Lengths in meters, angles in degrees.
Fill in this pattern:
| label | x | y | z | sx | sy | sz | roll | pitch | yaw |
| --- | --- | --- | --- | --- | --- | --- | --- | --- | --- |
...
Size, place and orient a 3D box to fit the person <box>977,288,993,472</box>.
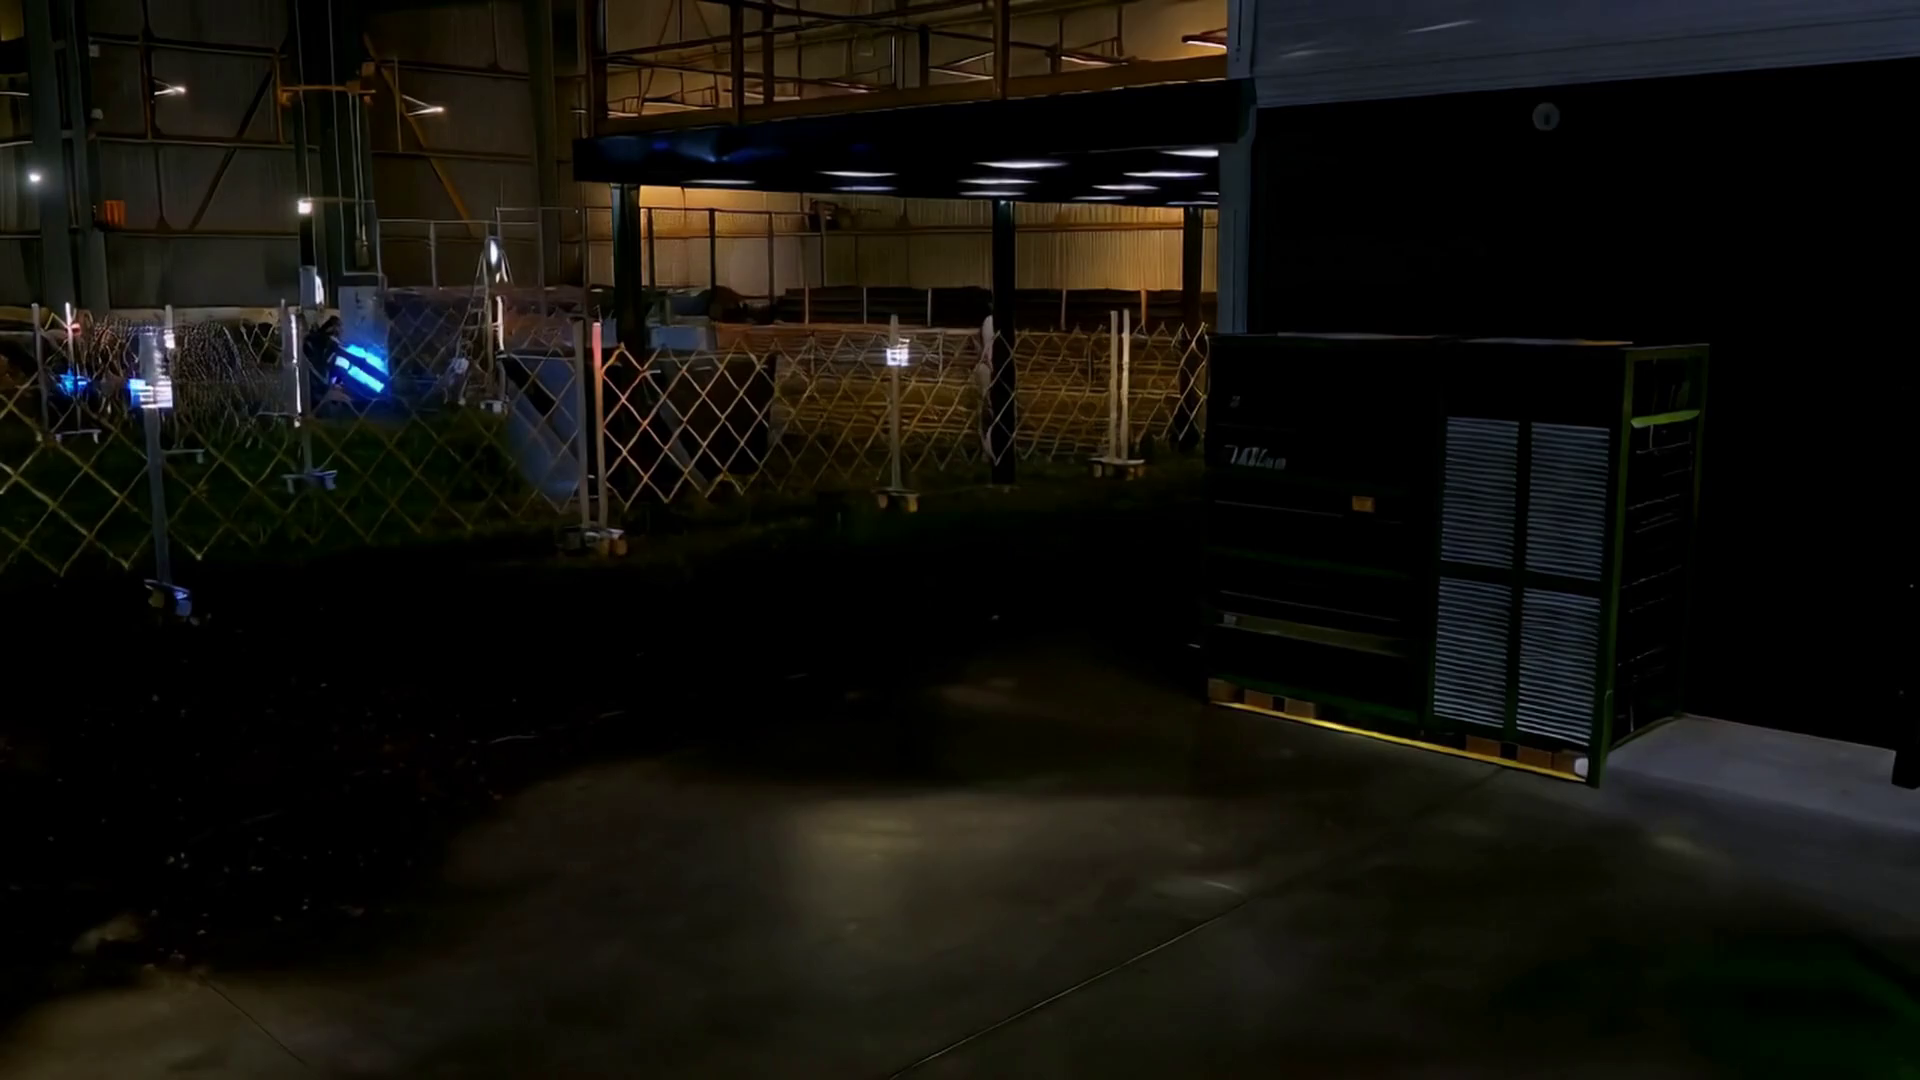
| label | x | y | z | sx | sy | sz | roll | pitch | yaw |
| --- | --- | --- | --- | --- | --- | --- | --- | --- | --- |
| person | 0.357 | -1.634 | 17.018 | 0.361 | 1.882 | 0.575 | 2 | 9 | 10 |
